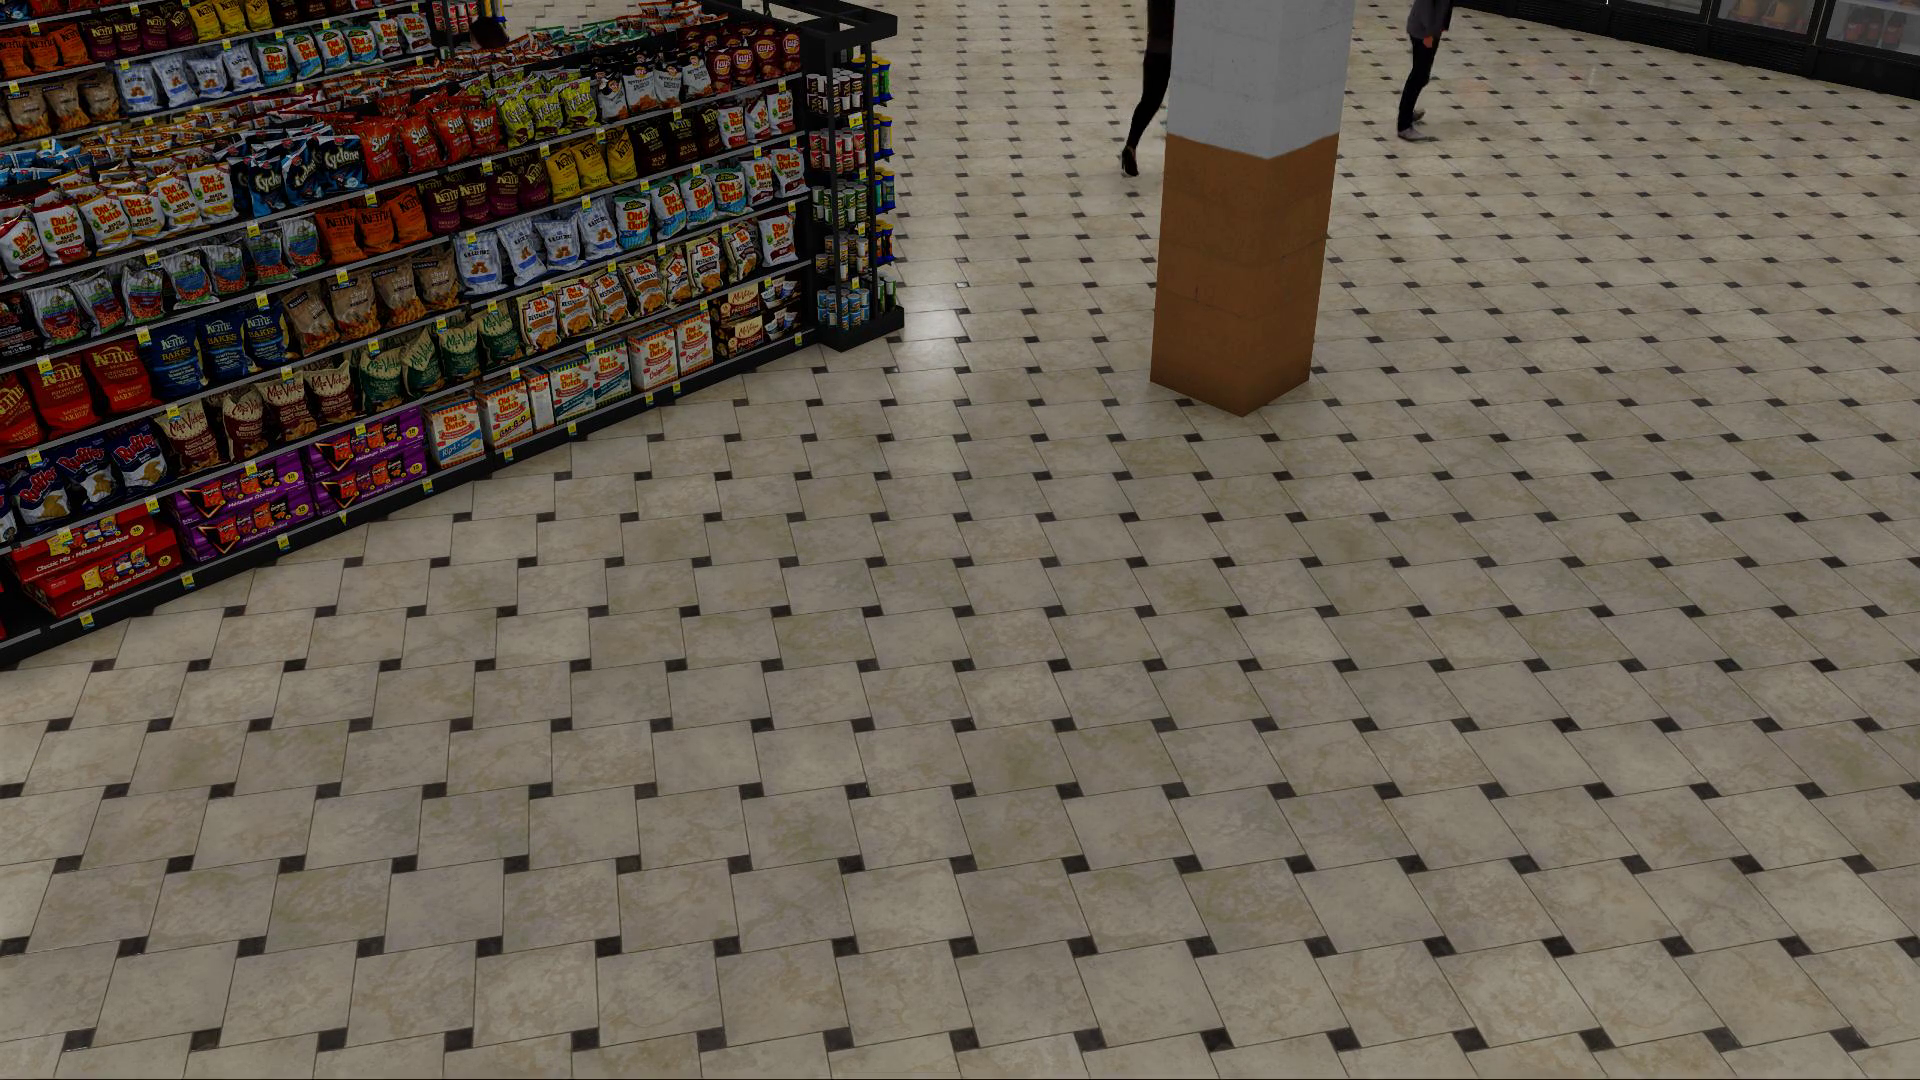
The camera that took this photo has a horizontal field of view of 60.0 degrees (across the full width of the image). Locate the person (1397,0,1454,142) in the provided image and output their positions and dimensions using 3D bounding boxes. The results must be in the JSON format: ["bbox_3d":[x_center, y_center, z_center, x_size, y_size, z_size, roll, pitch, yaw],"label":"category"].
[{"bbox_3d":[3.819,-4.227,13.664,1.020,1.848,0.727,7,33,11],"label":"person"}]

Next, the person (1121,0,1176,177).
[{"bbox_3d":[1.563,-3.664,12.812,0.794,1.793,1.203,20,37,29],"label":"person"}]
